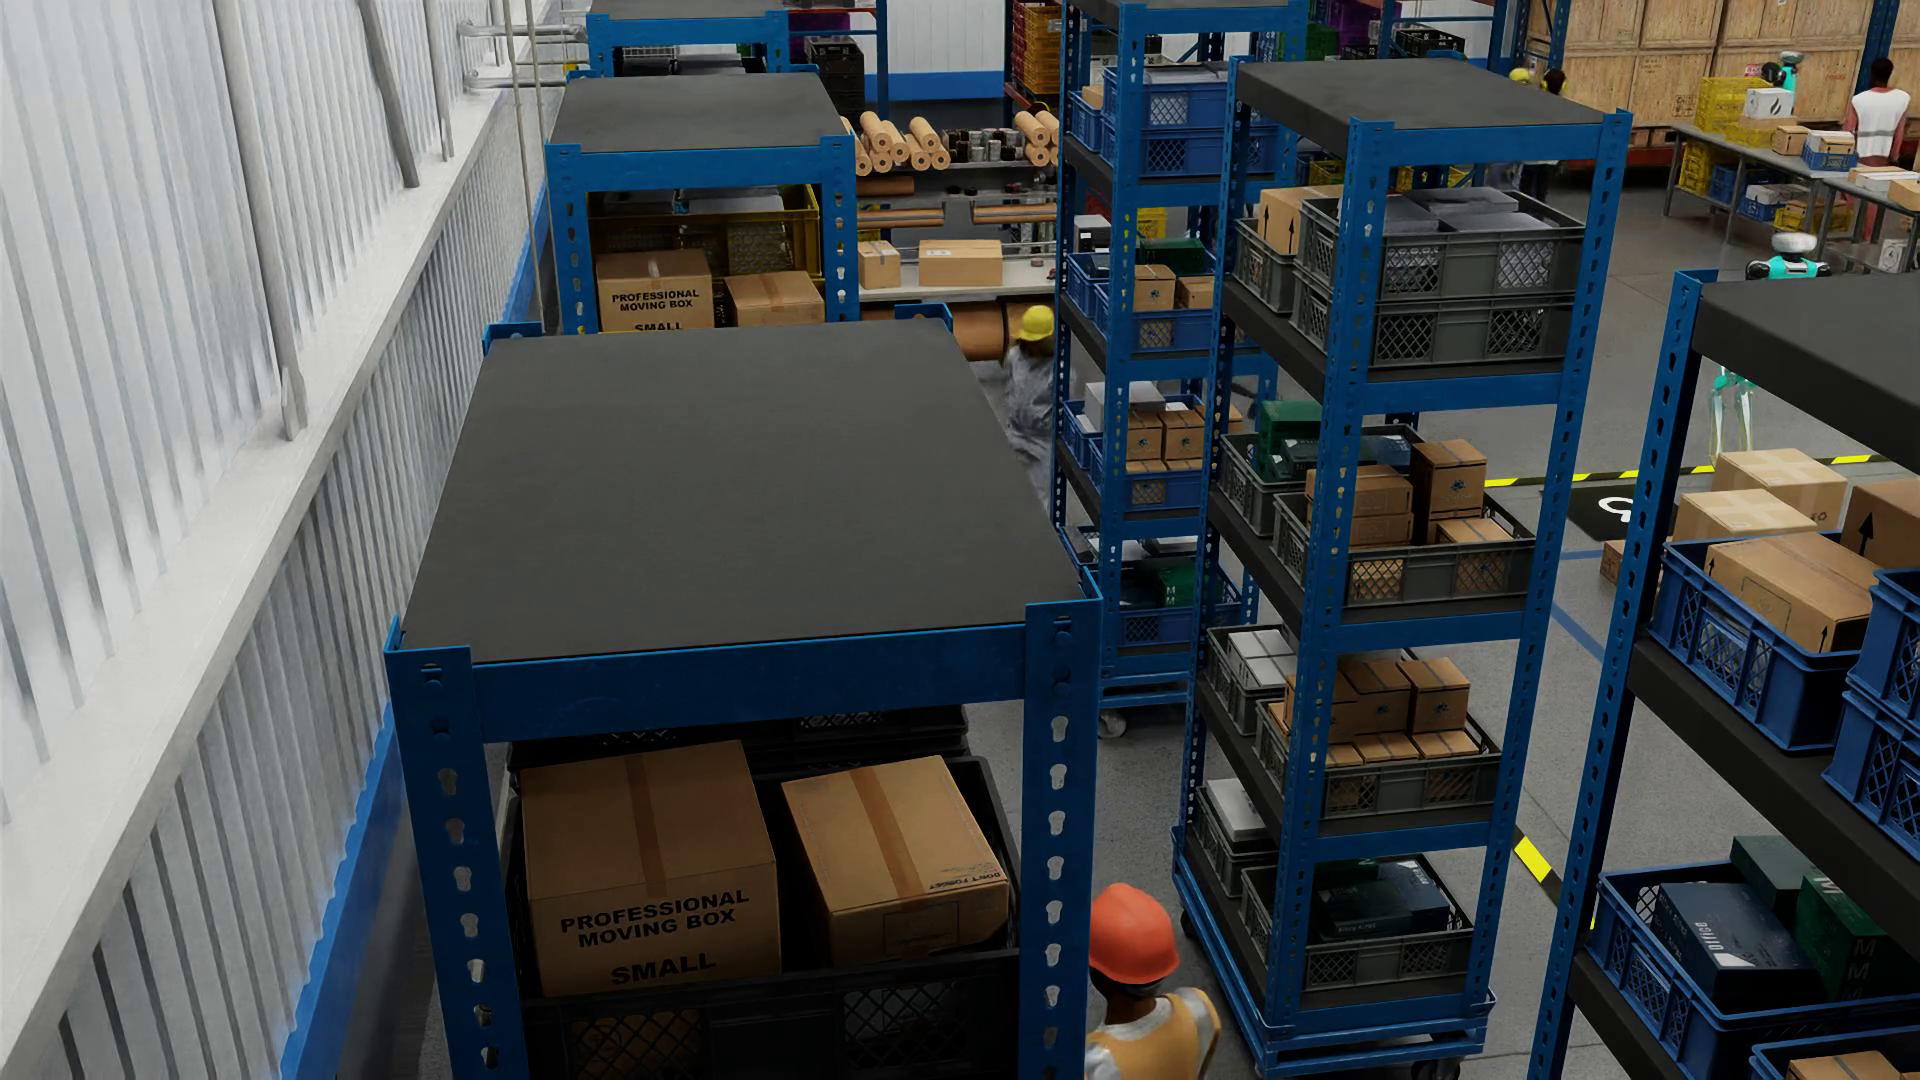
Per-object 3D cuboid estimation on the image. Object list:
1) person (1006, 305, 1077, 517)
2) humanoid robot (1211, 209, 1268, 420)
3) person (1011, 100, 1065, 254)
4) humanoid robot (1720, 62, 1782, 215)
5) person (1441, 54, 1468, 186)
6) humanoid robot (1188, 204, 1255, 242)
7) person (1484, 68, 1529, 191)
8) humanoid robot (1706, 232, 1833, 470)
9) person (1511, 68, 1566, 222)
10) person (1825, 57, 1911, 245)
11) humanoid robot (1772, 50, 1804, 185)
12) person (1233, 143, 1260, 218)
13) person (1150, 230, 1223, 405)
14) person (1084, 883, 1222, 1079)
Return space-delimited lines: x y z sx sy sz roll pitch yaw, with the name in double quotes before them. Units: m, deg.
"person" 0.458 -0.579 9.802 0.540 1.720 0.616 17 30 33
"humanoid robot" 1.986 -1.637 12.179 0.581 1.632 0.614 -9 26 -18
"person" 0.698 -2.974 14.847 0.515 1.871 0.327 8 26 18
"humanoid robot" 8.635 -4.372 18.119 0.603 1.637 0.391 -13 28 -27
"person" 5.126 -4.209 17.578 0.343 1.839 0.499 -13 28 -25
"humanoid robot" 2.181 -2.456 13.938 0.600 1.650 0.367 8 26 17
"person" 5.675 -4.000 17.256 0.534 1.718 0.925 -2 25 -5
"humanoid robot" 5.363 -1.304 11.222 0.533 1.672 0.735 1 25 2
"person" 5.784 -3.784 16.649 0.548 1.830 0.808 3 25 7
"person" 9.140 -3.882 16.780 0.619 1.909 0.454 -1 25 -2
"humanoid robot" 9.018 -4.351 17.992 0.672 1.790 0.542 18 30 35
"person" 2.507 -2.732 14.116 0.392 2.044 0.607 -14 28 -28
"person" 1.462 -1.103 10.802 0.589 1.852 0.400 -1 25 -2
"person" 0.420 1.755 4.487 0.542 1.938 0.354 -20 32 -37
